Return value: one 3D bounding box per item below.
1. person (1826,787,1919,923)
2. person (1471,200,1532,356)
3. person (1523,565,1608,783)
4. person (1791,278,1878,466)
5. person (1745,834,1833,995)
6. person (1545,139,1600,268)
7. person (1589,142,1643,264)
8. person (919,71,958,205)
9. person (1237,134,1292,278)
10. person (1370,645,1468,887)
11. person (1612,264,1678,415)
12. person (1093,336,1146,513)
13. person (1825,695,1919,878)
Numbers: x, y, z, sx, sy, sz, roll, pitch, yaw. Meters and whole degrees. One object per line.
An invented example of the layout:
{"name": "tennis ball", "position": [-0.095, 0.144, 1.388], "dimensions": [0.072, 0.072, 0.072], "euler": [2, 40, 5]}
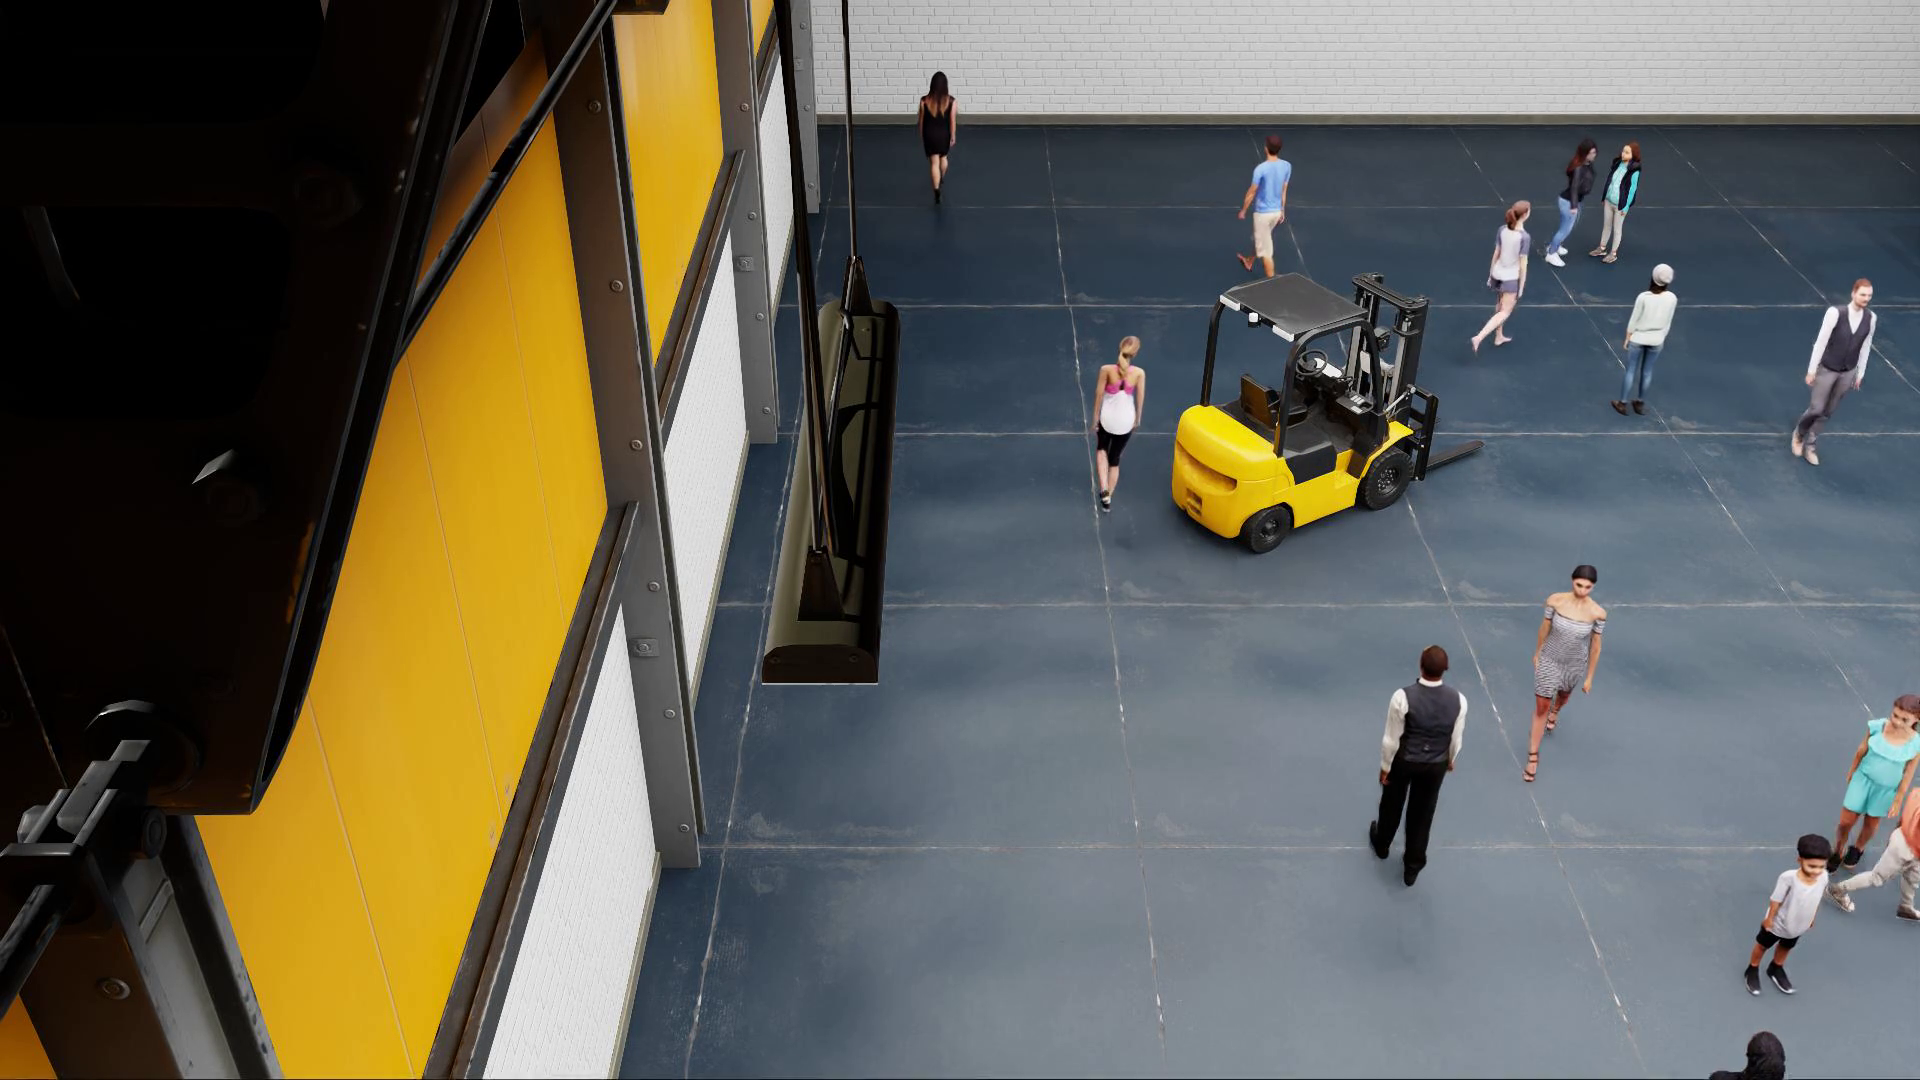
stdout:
{"name": "person", "position": [6.276, 2.046, 11.156], "dimensions": [0.785, 1.287, 0.910], "euler": [13, 36, 19]}
{"name": "person", "position": [5.876, -2.819, 18.064], "dimensions": [0.998, 1.742, 1.032], "euler": [-21, 39, -28]}
{"name": "person", "position": [4.524, 0.891, 12.454], "dimensions": [0.874, 1.773, 1.175], "euler": [12, 36, 18]}
{"name": "person", "position": [8.476, -1.691, 16.199], "dimensions": [0.667, 1.929, 0.618], "euler": [0, 34, 0]}
{"name": "person", "position": [5.333, 2.384, 10.672], "dimensions": [0.486, 1.260, 0.481], "euler": [-1, 34, -2]}
{"name": "person", "position": [7.362, -4.096, 20.101], "dimensions": [0.904, 1.614, 0.791], "euler": [9, 35, 13]}
{"name": "person", "position": [8.021, -4.133, 20.260], "dimensions": [0.735, 1.500, 0.652], "euler": [-17, 37, -23]}
{"name": "person", "position": [-0.295, -5.194, 21.704], "dimensions": [0.730, 1.669, 1.124], "euler": [-4, 34, -6]}
{"name": "person", "position": [3.635, -3.762, 19.410], "dimensions": [1.025, 1.824, 1.250], "euler": [-18, 38, -25]}
{"name": "person", "position": [3.129, 1.550, 11.329], "dimensions": [0.749, 1.921, 0.837], "euler": [3, 34, 5]}
{"name": "person", "position": [7.029, -2.059, 17.004], "dimensions": [0.572, 1.649, 0.513], "euler": [2, 34, 3]}
{"name": "person", "position": [1.451, -1.016, 15.336], "dimensions": [0.612, 1.759, 0.597], "euler": [-2, 34, -3]}
{"name": "person", "position": [6.390, 1.651, 11.518], "dimensions": [0.752, 1.543, 0.813], "euler": [28, 43, 36]}
